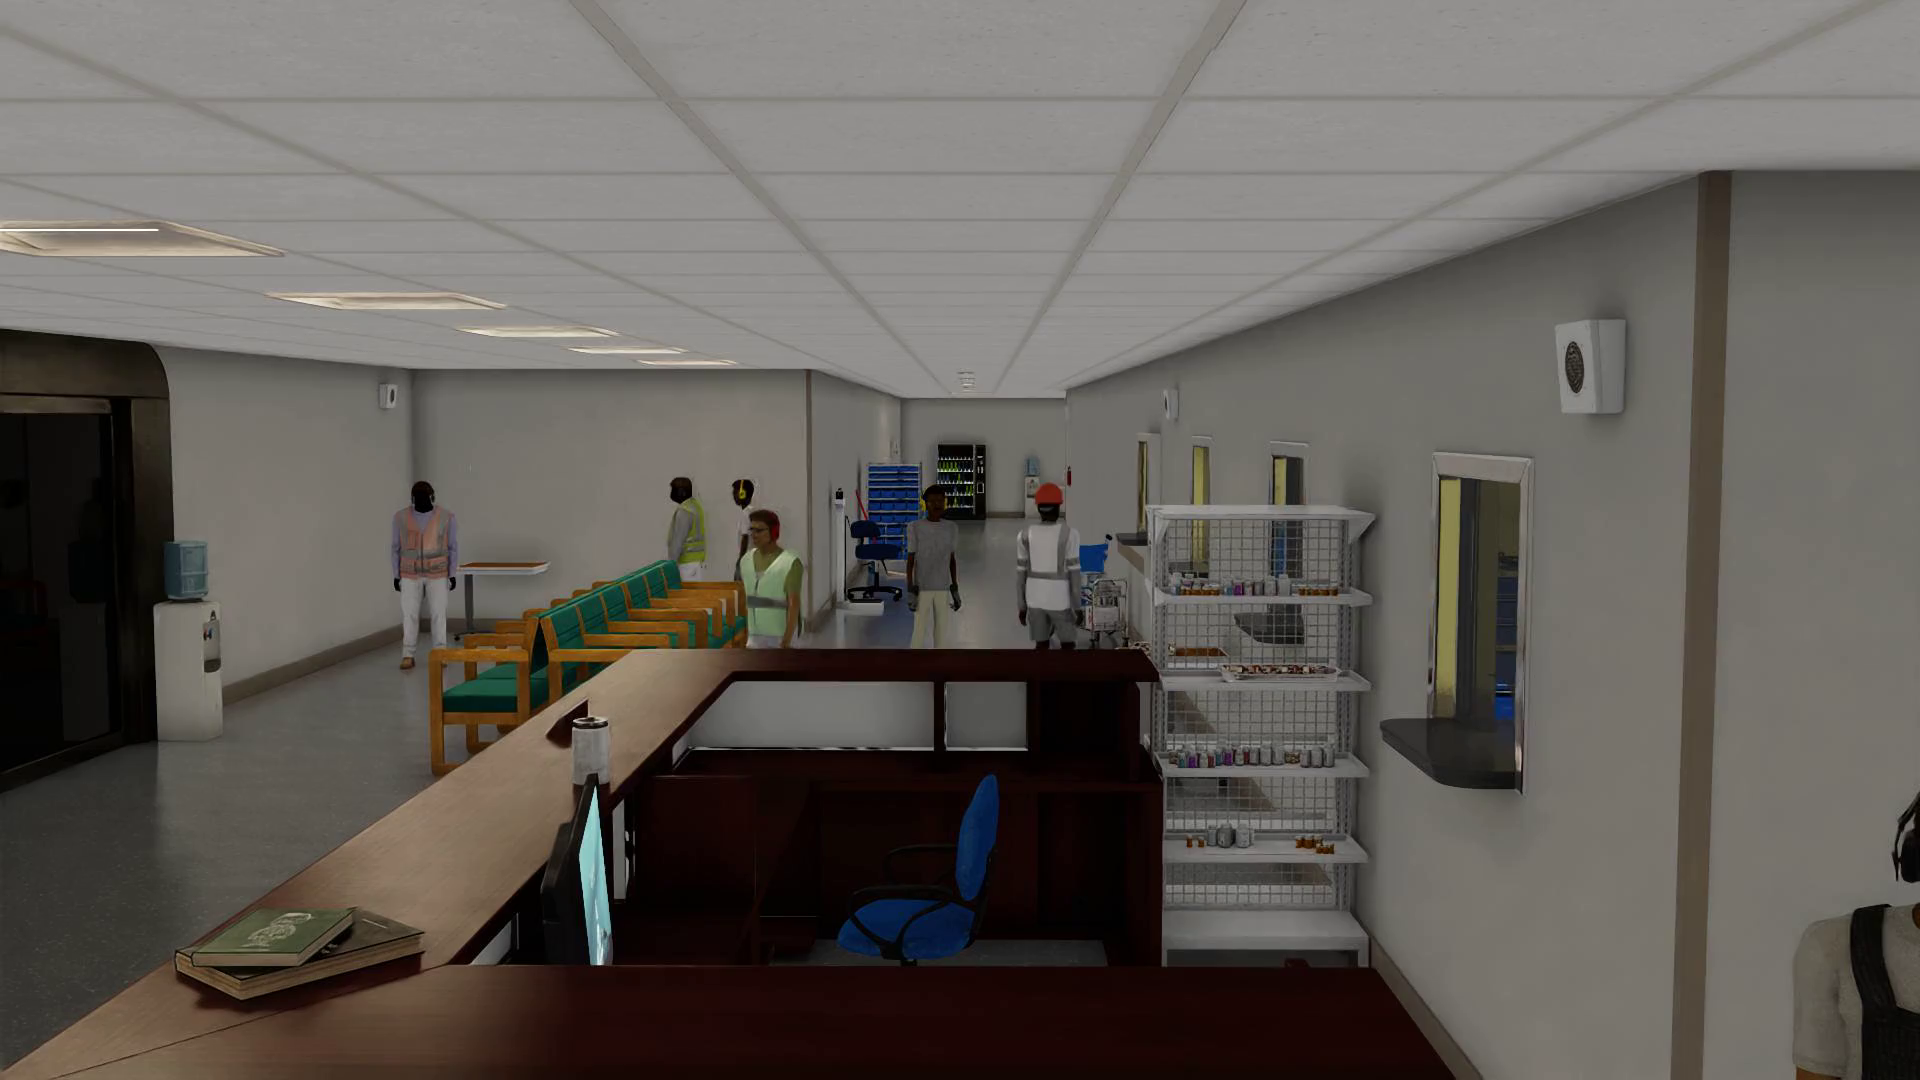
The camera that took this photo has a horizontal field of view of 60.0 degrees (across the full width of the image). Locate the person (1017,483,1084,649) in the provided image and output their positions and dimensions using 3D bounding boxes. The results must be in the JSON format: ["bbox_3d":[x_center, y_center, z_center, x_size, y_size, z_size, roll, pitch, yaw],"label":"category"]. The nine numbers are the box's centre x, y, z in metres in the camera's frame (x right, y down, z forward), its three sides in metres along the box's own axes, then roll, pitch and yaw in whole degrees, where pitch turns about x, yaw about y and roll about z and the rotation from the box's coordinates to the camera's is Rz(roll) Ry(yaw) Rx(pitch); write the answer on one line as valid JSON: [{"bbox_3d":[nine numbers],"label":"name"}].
[{"bbox_3d":[0.726,0.497,13.511,0.575,1.923,0.472,2,4,24],"label":"person"}]

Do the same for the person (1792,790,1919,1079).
[{"bbox_3d":[1.712,1.294,2.902,0.504,1.840,0.345,1,4,20],"label":"person"}]

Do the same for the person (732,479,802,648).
[{"bbox_3d":[-2.146,0.260,17.588,0.959,1.820,0.576,0,4,-1],"label":"person"}]

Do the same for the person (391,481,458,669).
[{"bbox_3d":[-5.235,0.342,16.266,0.624,1.844,0.430,-1,4,-12],"label":"person"}]

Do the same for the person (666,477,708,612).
[{"bbox_3d":[-3.118,0.224,18.123,0.874,1.806,0.660,0,4,-1],"label":"person"}]

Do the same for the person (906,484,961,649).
[{"bbox_3d":[-0.234,0.446,14.603,0.518,1.874,0.330,-2,4,-24],"label":"person"}]

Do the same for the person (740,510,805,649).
[{"bbox_3d":[-1.366,0.693,11.583,0.590,1.793,0.965,3,5,35],"label":"person"}]
